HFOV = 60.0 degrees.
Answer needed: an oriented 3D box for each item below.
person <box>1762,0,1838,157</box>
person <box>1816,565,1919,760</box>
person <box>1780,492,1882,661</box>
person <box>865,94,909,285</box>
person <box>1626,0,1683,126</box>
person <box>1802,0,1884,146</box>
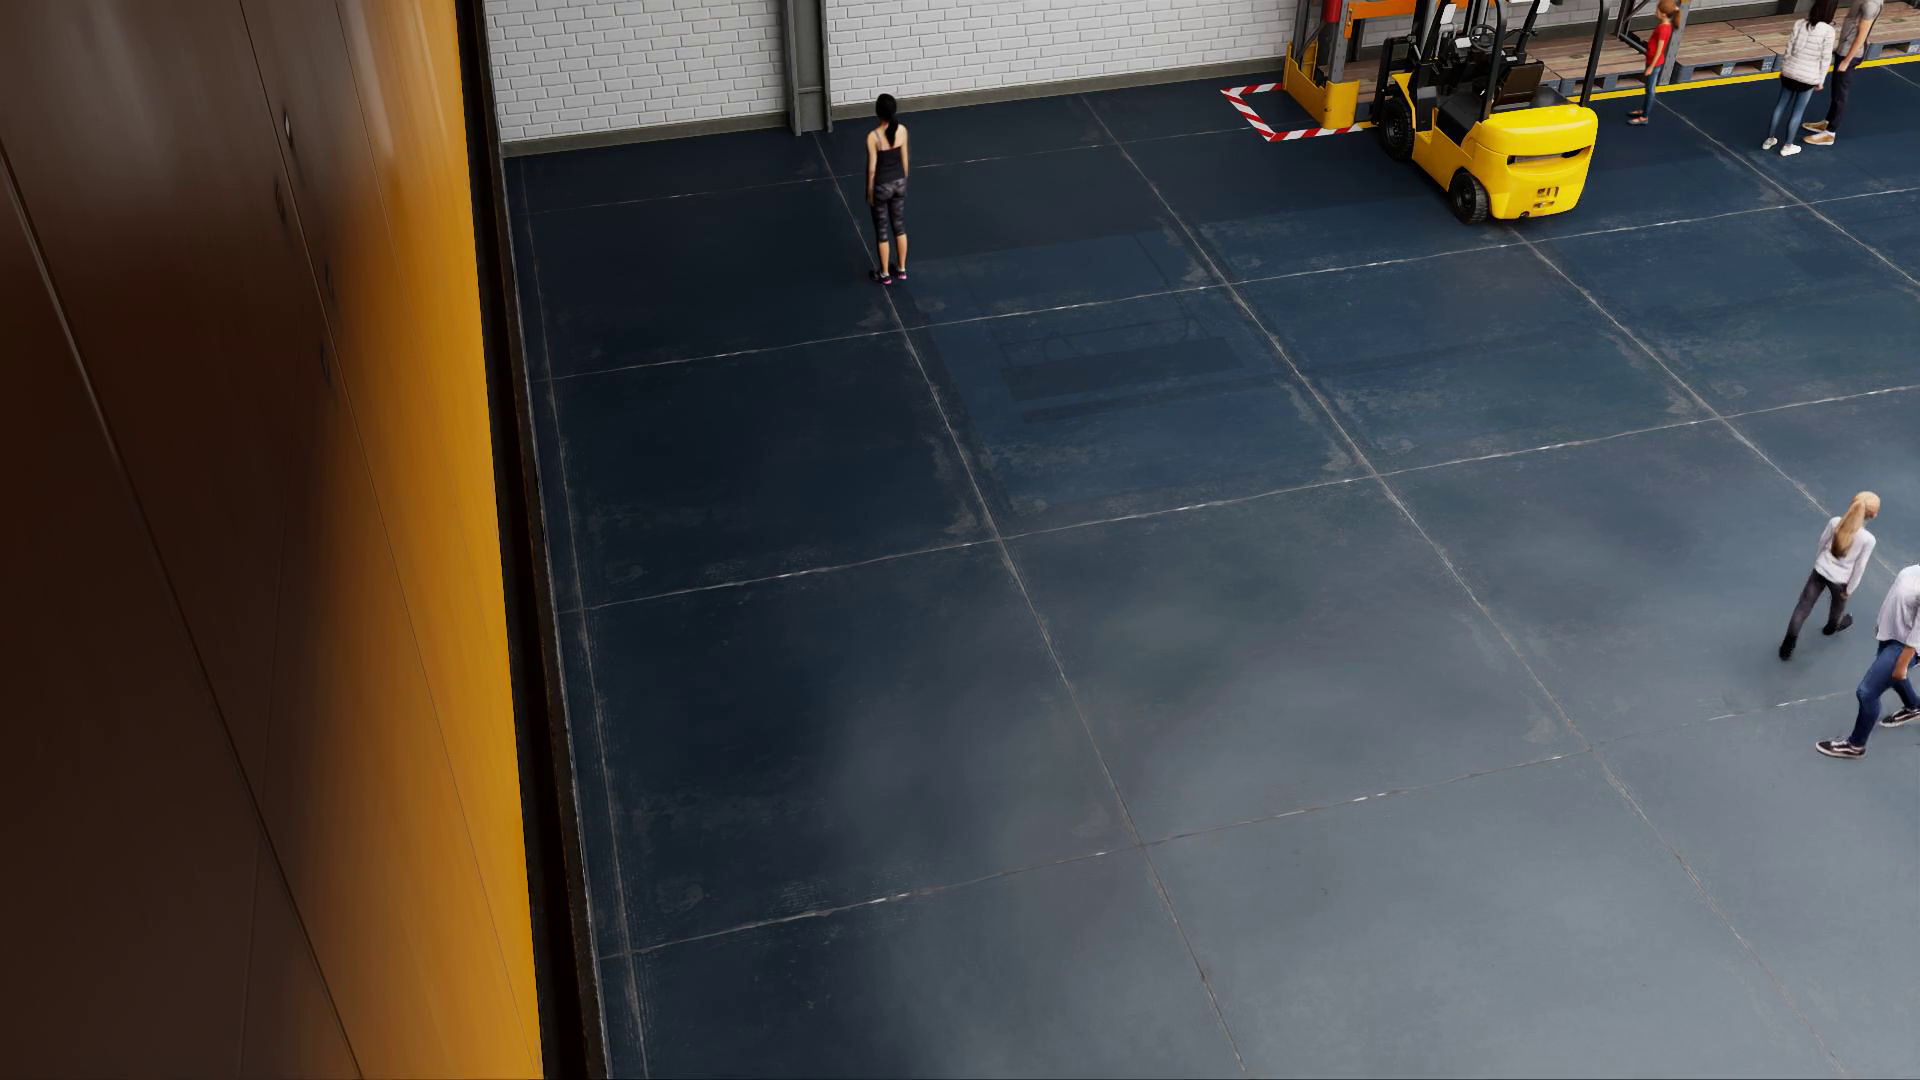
[{"bbox_3d":[8.398,-4.654,16.587,0.685,1.635,0.696,-27,46,-29],"label":"person"},{"bbox_3d":[5.754,0.577,9.988,0.987,1.696,0.912,9,39,11],"label":"person"},{"bbox_3d":[5.593,0.266,10.736,0.940,1.248,0.716,-28,46,-30],"label":"person"},{"bbox_3d":[-0.615,-3.059,14.517,0.569,1.726,0.687,-24,44,-27],"label":"person"},{"bbox_3d":[7.204,-4.953,17.223,0.622,1.309,0.575,13,41,16],"label":"person"},{"bbox_3d":[8.953,-4.916,16.706,0.770,1.896,0.737,15,41,18],"label":"person"}]
